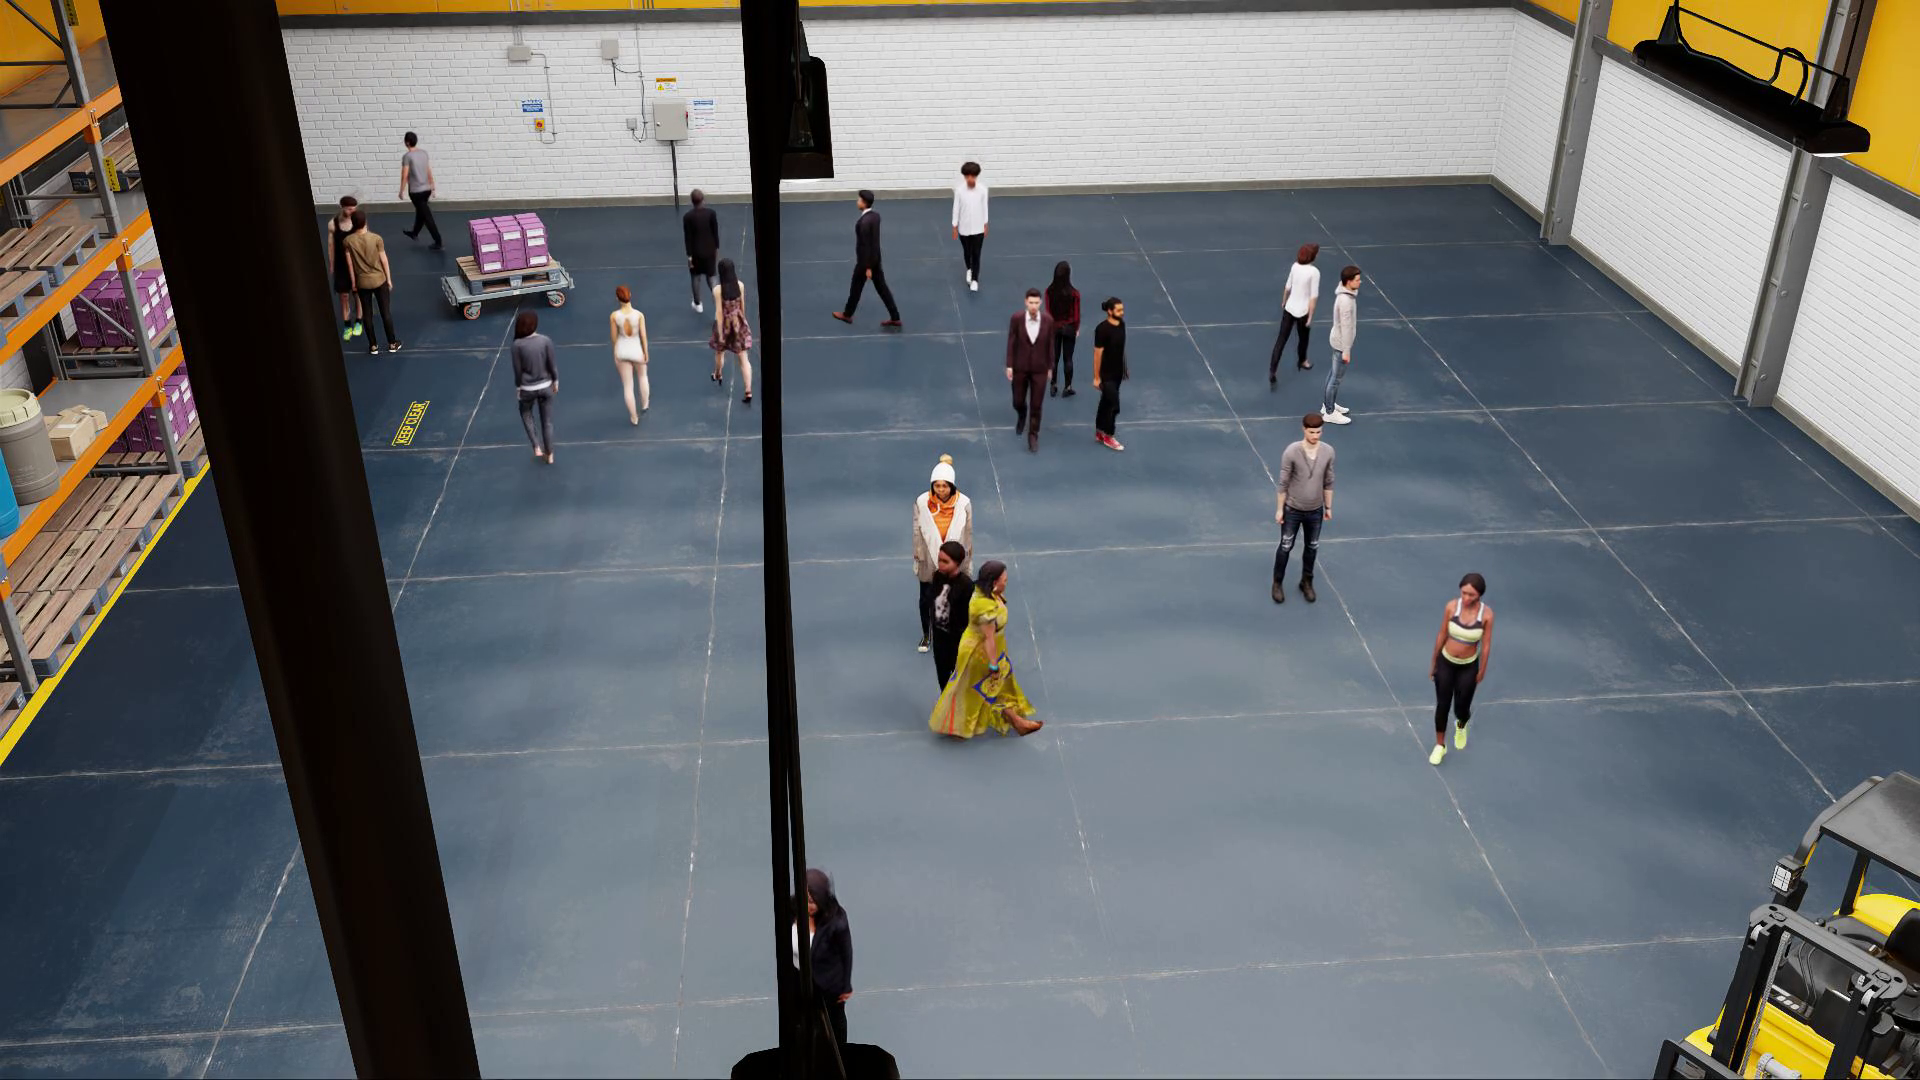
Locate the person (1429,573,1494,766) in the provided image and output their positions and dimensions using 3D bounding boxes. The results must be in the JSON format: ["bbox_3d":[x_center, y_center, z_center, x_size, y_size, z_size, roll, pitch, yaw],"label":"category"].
[{"bbox_3d":[3.995,0.984,13.287,0.737,1.741,0.808,15,32,26],"label":"person"}]

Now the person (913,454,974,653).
[{"bbox_3d":[-0.142,0.121,14.713,0.689,1.891,0.645,-1,29,-3],"label":"person"}]

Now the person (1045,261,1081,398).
[{"bbox_3d":[1.214,-2.498,19.762,0.660,1.654,0.657,10,30,18],"label":"person"}]

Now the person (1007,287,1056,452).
[{"bbox_3d":[0.778,-1.949,18.543,0.731,1.857,0.894,0,29,0],"label":"person"}]

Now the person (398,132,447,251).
[{"bbox_3d":[-7.888,-5.100,24.476,1.038,1.706,1.160,12,31,20],"label":"person"}]

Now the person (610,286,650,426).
[{"bbox_3d":[-3.777,-2.081,19.031,0.616,1.620,0.842,-6,29,-12],"label":"person"}]

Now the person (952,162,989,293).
[{"bbox_3d":[0.148,-4.360,23.069,0.709,1.755,1.137,0,29,0],"label":"person"}]

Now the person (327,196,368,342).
[{"bbox_3d":[-7.865,-3.552,21.480,0.749,1.859,0.766,-3,29,-5],"label":"person"}]

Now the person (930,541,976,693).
[{"bbox_3d":[-0.020,0.722,13.850,0.902,1.663,0.970,21,35,34],"label":"person"}]

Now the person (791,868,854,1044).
[{"bbox_3d":[-0.884,2.680,10.309,0.763,1.615,0.783,12,31,21],"label":"person"}]

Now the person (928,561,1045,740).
[{"bbox_3d":[0.108,0.938,13.528,0.956,1.591,1.185,4,29,7],"label":"person"}]

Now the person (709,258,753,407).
[{"bbox_3d":[-2.630,-2.400,19.519,1.015,1.714,1.248,-19,34,-31],"label":"person"}]

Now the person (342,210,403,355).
[{"bbox_3d":[-7.423,-3.255,20.943,0.665,1.851,0.568,-4,29,-7],"label":"person"}]

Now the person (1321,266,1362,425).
[{"bbox_3d":[4.383,-2.270,19.135,0.782,1.853,0.601,5,29,9],"label":"person"}]

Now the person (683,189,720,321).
[{"bbox_3d":[-3.363,-3.718,21.923,0.961,1.726,1.240,-13,31,-23],"label":"person"}]

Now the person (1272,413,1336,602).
[{"bbox_3d":[3.198,-0.321,15.514,0.670,1.900,0.544,-3,29,-5],"label":"person"}]

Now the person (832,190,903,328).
[{"bbox_3d":[-1.088,-3.602,21.602,1.155,1.830,1.293,10,30,18],"label":"person"}]

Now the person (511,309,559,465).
[{"bbox_3d":[-4.591,-1.627,18.057,0.704,1.757,0.714,-11,30,-19],"label":"person"}]

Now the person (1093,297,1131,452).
[{"bbox_3d":[1.598,-1.883,18.533,0.876,1.750,0.814,19,34,31],"label":"person"}]

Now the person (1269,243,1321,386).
[{"bbox_3d":[4.002,-2.663,19.975,1.196,1.739,1.204,24,37,36],"label":"person"}]
